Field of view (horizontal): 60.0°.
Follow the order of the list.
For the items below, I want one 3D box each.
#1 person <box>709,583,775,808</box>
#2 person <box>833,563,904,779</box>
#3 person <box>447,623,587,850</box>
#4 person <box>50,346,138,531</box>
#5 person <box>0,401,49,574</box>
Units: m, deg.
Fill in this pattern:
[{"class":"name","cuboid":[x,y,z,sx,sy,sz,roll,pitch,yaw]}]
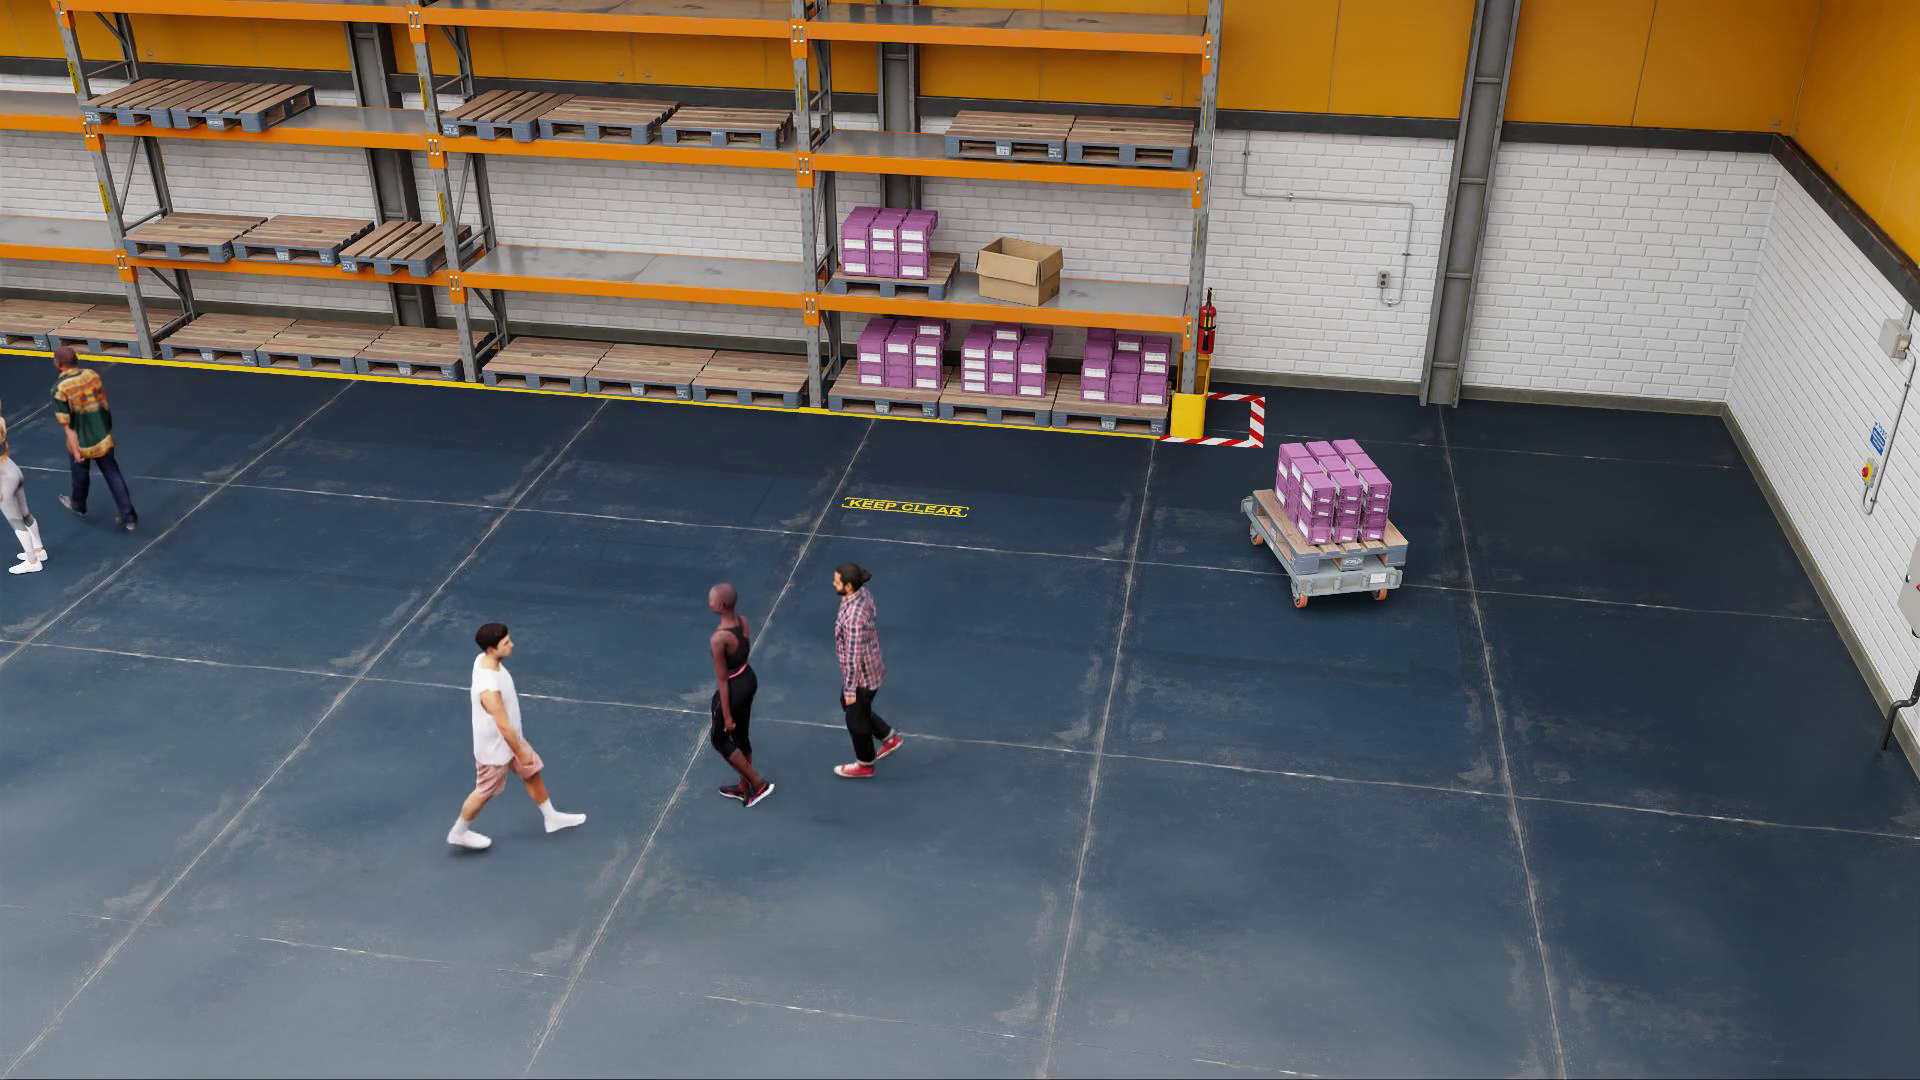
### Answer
[{"class":"person","cuboid":[-1.483,1.108,11.624,0.802,1.742,0.712,12,31,21]},{"class":"person","cuboid":[-0.638,0.945,11.920,0.820,1.746,0.819,-2,29,-3]},{"class":"person","cuboid":[-3.184,1.374,11.141,1.227,1.739,0.849,-4,29,-8]},{"class":"person","cuboid":[-7.919,-0.893,15.279,1.253,1.755,0.938,14,32,24]},{"class":"person","cuboid":[-8.396,-0.518,14.647,0.640,1.703,0.640,-5,29,-9]}]
